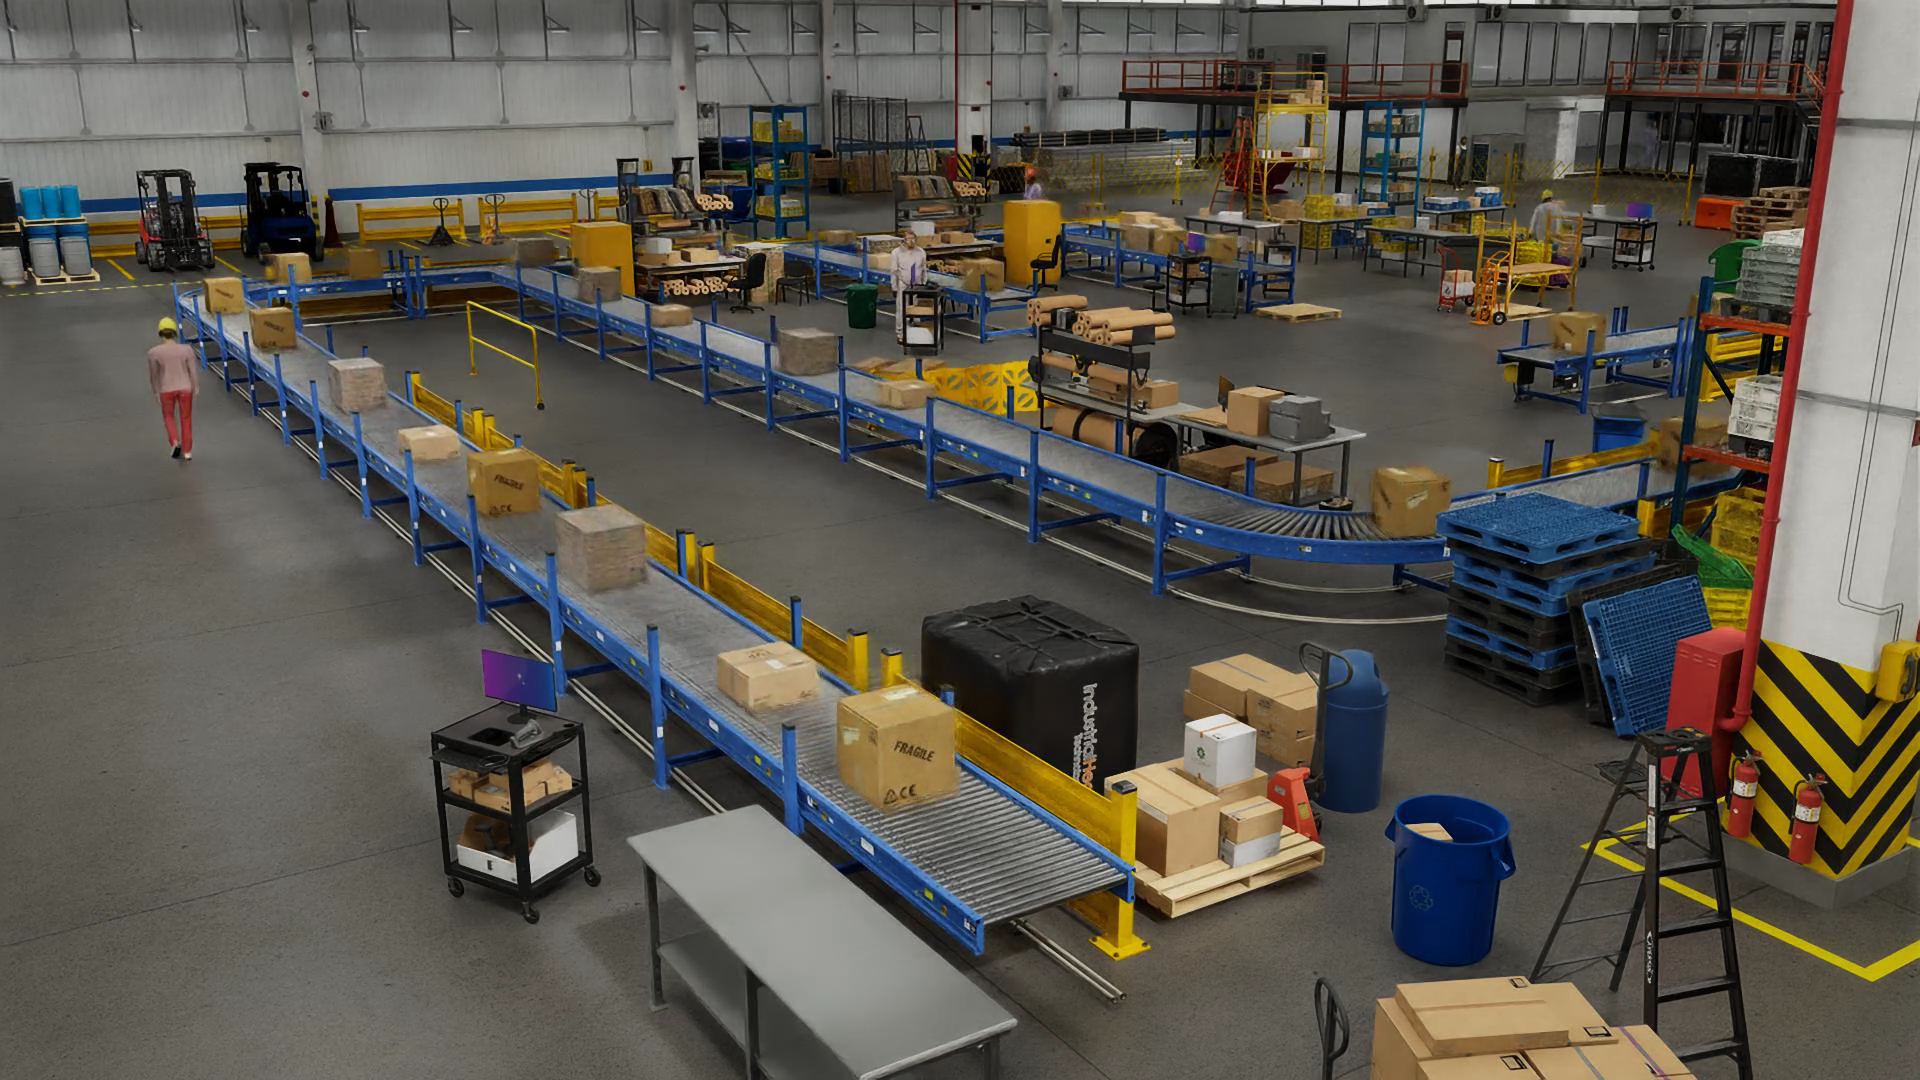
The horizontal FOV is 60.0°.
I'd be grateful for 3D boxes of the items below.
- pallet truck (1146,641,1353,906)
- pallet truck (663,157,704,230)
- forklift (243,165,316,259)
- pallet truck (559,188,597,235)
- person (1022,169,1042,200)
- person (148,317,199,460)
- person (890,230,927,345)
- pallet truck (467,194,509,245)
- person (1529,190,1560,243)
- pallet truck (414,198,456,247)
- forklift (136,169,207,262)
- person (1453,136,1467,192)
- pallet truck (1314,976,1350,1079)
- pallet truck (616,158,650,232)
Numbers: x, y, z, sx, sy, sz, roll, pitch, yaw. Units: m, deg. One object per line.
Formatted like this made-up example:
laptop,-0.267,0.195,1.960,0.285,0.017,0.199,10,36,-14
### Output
pallet truck,1.664,1.407,10.232,1.630,1.274,0.653,-10,20,-31
pallet truck,-7.586,-9.308,44.692,0.823,1.965,1.885,-11,20,-33
forklift,-15.898,-7.669,38.708,1.157,1.987,2.680,-11,20,-33
pallet truck,-10.010,-8.652,43.699,0.653,1.274,1.630,-10,20,-31
person,1.672,-7.951,40.191,1.057,1.984,0.644,-9,19,-27
person,-9.549,-1.840,20.256,0.535,1.750,0.378,-9,19,-28
person,-0.851,-4.264,28.056,0.642,1.913,0.409,-6,18,-19
pallet truck,-11.983,-8.177,42.137,0.704,1.261,1.522,-11,20,-33
person,12.990,-6.876,36.977,0.609,1.785,0.963,-3,17,-10
pallet truck,-13.250,-8.060,41.856,0.680,1.201,1.601,-10,20,-31
forklift,-17.842,-7.318,37.559,1.157,1.987,2.680,-10,20,-31
person,17.011,-12.765,56.469,0.505,1.840,0.346,-11,20,-33
pallet truck,2.299,2.390,7.086,1.601,1.201,0.680,-2,17,-7
pallet truck,-8.918,-9.176,44.255,0.823,1.965,1.885,-9,19,-27
